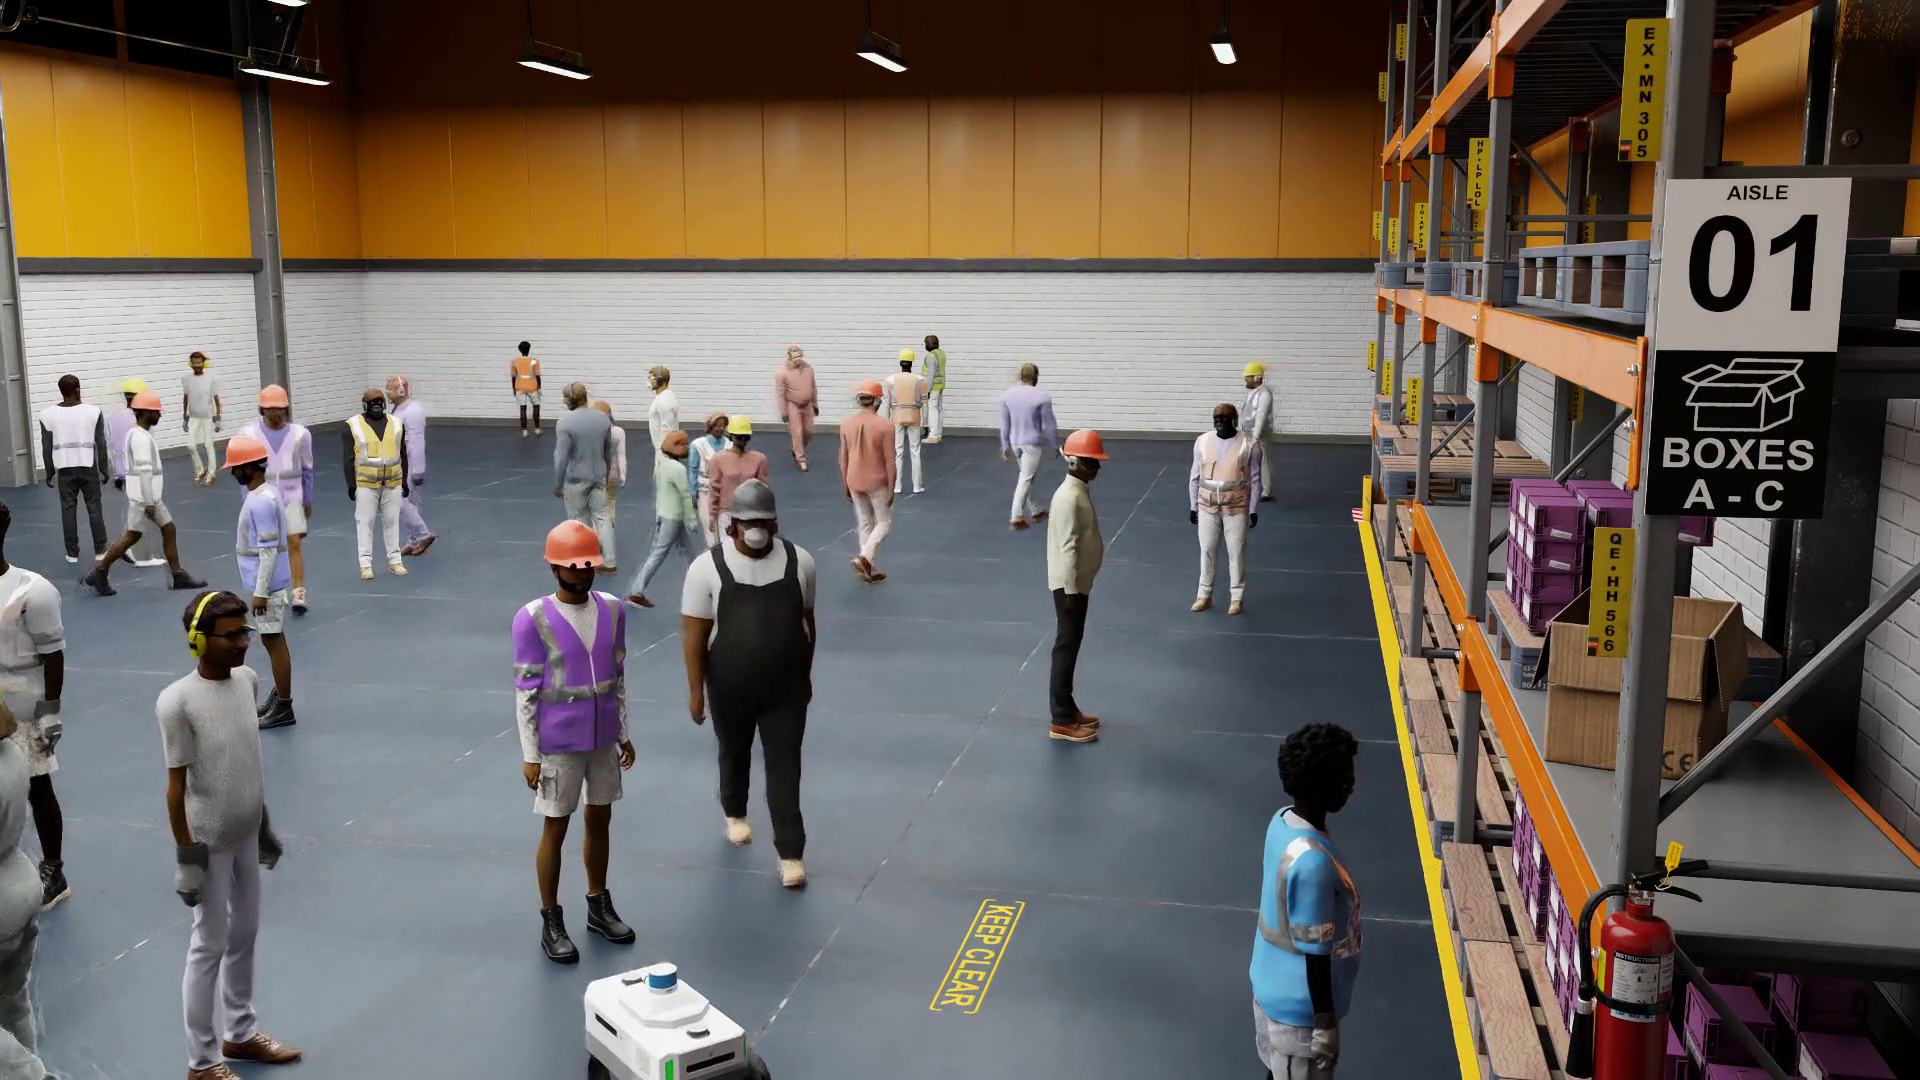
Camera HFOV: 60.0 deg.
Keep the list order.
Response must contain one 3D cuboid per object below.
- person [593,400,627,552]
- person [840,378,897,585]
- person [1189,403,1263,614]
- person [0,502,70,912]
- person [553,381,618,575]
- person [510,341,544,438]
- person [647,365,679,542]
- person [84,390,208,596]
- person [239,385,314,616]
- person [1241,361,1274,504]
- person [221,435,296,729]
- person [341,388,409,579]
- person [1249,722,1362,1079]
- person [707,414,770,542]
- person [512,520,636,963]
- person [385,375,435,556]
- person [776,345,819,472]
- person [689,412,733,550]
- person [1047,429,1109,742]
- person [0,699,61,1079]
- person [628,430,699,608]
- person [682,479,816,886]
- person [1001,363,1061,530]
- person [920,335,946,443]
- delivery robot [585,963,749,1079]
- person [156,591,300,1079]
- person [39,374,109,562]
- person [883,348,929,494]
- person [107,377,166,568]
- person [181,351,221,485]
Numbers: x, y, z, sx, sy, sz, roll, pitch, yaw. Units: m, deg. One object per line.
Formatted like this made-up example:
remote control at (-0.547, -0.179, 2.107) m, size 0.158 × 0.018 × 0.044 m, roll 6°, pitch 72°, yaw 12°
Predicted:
person at (-3.805, -0.695, 17.727) m, size 0.502 × 1.596 × 0.798 m, roll -3°, pitch 10°, yaw -16°
person at (-0.875, -0.527, 15.589) m, size 0.613 × 1.974 × 0.591 m, roll 5°, pitch 11°, yaw 27°
person at (2.293, -0.274, 14.466) m, size 0.634 × 1.841 × 0.429 m, roll 4°, pitch 10°, yaw 24°
person at (-4.483, 0.771, 7.789) m, size 0.614 × 1.964 × 0.361 m, roll 2°, pitch 10°, yaw 13°
person at (-3.635, -0.570, 16.059) m, size 0.446 × 1.909 × 0.683 m, roll 7°, pitch 12°, yaw 38°
person at (-7.602, -2.658, 29.270) m, size 0.554 × 1.677 × 0.643 m, roll 0°, pitch 9°, yaw 0°
person at (-3.241, -0.947, 18.223) m, size 0.372 × 1.941 × 0.627 m, roll -2°, pitch 10°, yaw -9°
person at (-7.574, -0.431, 15.293) m, size 0.993 × 1.893 × 0.559 m, roll -4°, pitch 10°, yaw -25°
person at (-5.909, -0.344, 14.427) m, size 0.612 × 1.985 × 1.056 m, roll -4°, pitch 10°, yaw -23°
person at (3.674, -1.341, 20.978) m, size 0.672 × 1.803 × 0.614 m, roll -2°, pitch 10°, yaw -14°
person at (-4.585, 0.275, 10.897) m, size 0.374 × 1.928 × 0.542 m, roll -4°, pitch 10°, yaw -21°
person at (-5.643, -0.551, 16.137) m, size 0.627 × 1.844 × 0.429 m, roll -7°, pitch 12°, yaw -37°
person at (1.035, 1.372, 4.983) m, size 0.318 × 1.697 × 0.533 m, roll 0°, pitch 9°, yaw 0°
person at (-1.895, -0.209, 14.337) m, size 0.543 × 1.751 × 0.451 m, roll -4°, pitch 10°, yaw -22°
person at (-1.666, 0.867, 7.300) m, size 0.552 × 1.936 × 0.360 m, roll -9°, pitch 13°, yaw -44°
person at (-5.762, -0.754, 17.206) m, size 0.420 × 1.891 × 0.669 m, roll -7°, pitch 12°, yaw -36°
person at (-2.402, -1.938, 24.434) m, size 0.707 × 1.865 × 0.595 m, roll -7°, pitch 12°, yaw -36°
person at (-2.303, -0.418, 16.017) m, size 0.531 × 1.603 × 0.739 m, roll -6°, pitch 11°, yaw -34°
person at (0.753, 0.279, 10.676) m, size 0.393 × 1.990 × 0.616 m, roll 2°, pitch 10°, yaw 9°
person at (-3.262, 1.253, 5.616) m, size 0.395 × 1.732 × 0.491 m, roll -1°, pitch 9°, yaw -7°
person at (-2.550, -0.191, 14.740) m, size 0.904 × 1.579 × 0.511 m, roll -4°, pitch 10°, yaw -23°
person at (-1.042, 0.635, 8.391) m, size 0.688 × 2.000 × 1.047 m, roll -3°, pitch 10°, yaw -16°
person at (0.861, -1.088, 19.188) m, size 0.634 × 1.895 × 0.953 m, roll 8°, pitch 13°, yaw 41°
person at (-0.466, -2.563, 28.270) m, size 0.429 × 1.840 × 0.624 m, roll 3°, pitch 10°, yaw 17°
delivery robot at (-1.048, 1.744, 5.889) m, size 0.477 × 0.478 × 0.707 m, roll -7°, pitch 12°, yaw -36°
person at (-2.694, 1.101, 6.112) m, size 0.310 × 1.864 × 0.533 m, roll 2°, pitch 10°, yaw 11°
person at (-9.007, -0.724, 16.956) m, size 0.587 × 1.915 × 0.397 m, roll -4°, pitch 10°, yaw -22°
person at (-0.710, -1.566, 21.992) m, size 0.594 × 1.925 × 0.377 m, roll 0°, pitch 9°, yaw 0°
person at (-8.214, -0.669, 16.637) m, size 0.613 × 1.905 × 0.416 m, roll 5°, pitch 10°, yaw 26°
person at (-10.393, -1.658, 22.780) m, size 0.553 × 1.848 × 0.502 m, roll -1°, pitch 9°, yaw -4°
